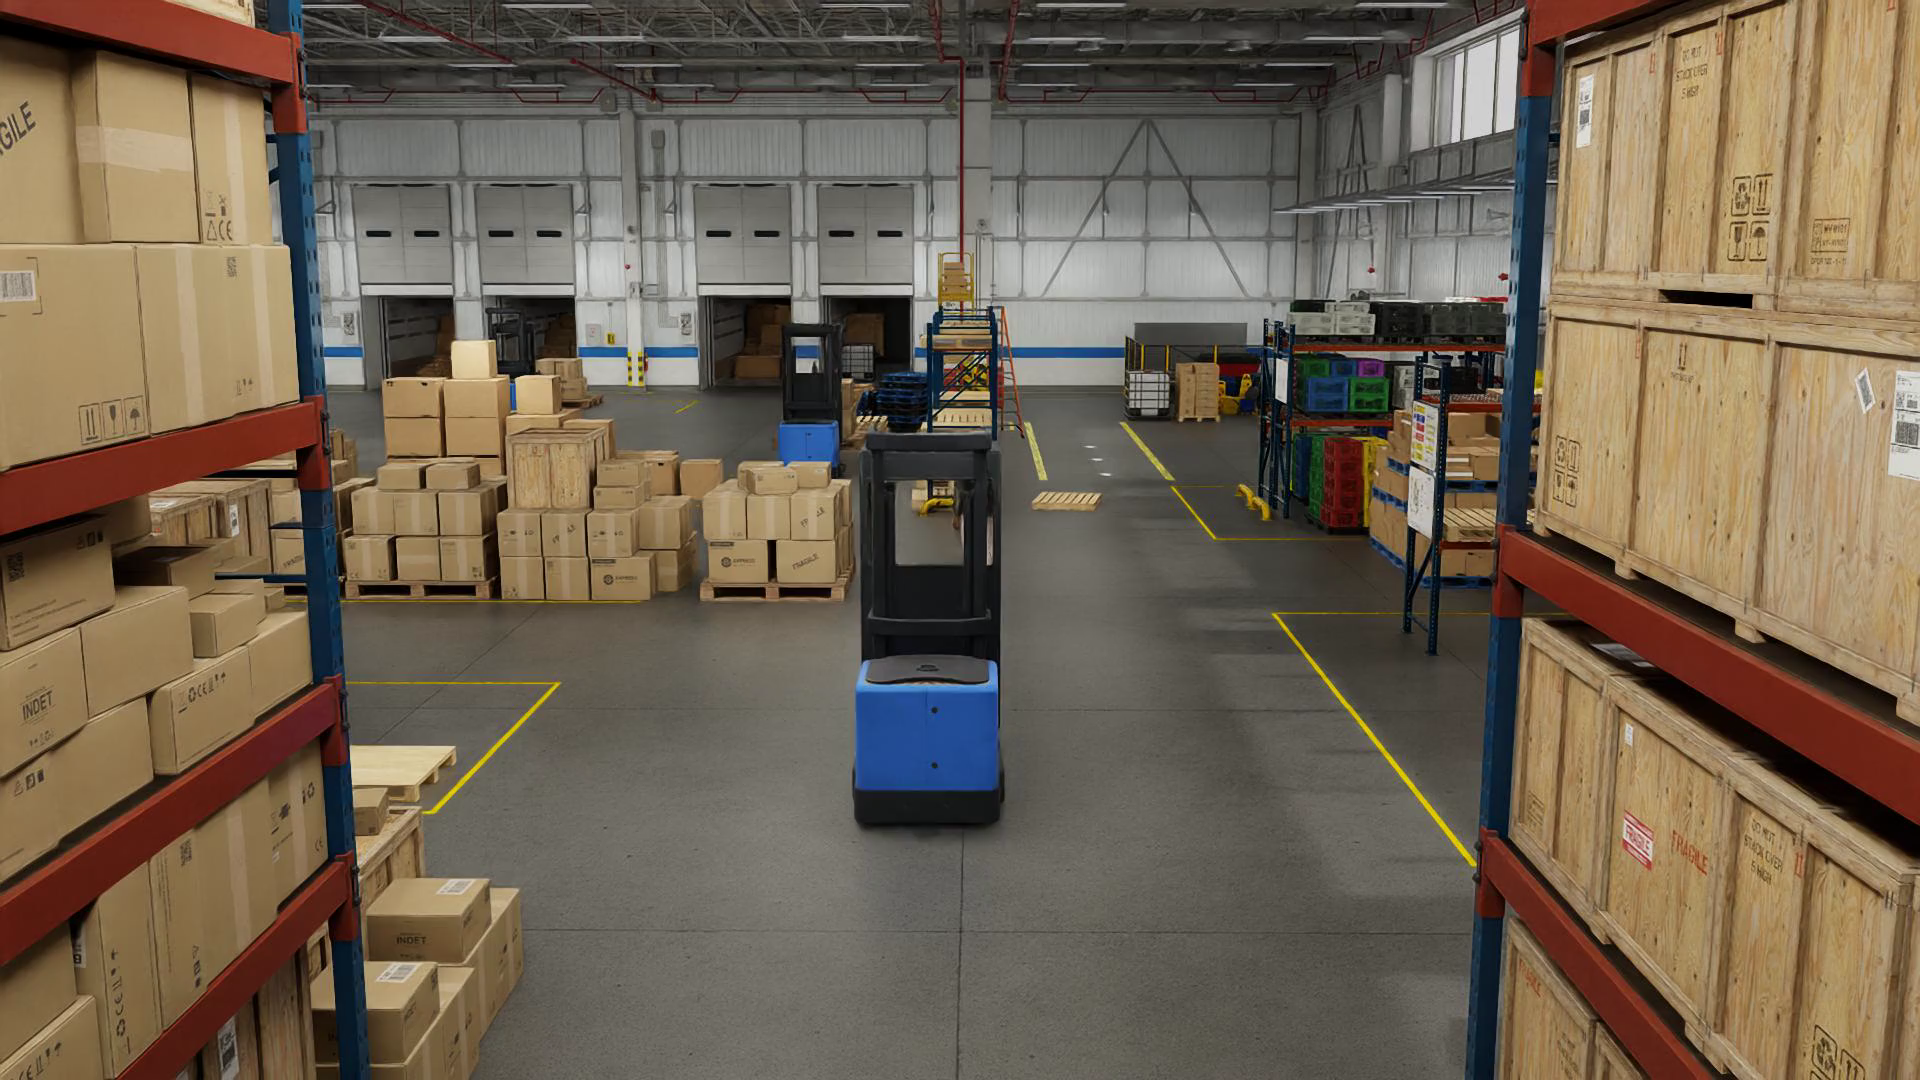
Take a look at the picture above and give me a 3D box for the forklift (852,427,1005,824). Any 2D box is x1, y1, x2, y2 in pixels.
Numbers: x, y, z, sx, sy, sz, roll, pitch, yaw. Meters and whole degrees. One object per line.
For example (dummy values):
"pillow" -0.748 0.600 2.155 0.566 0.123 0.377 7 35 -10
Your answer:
"forklift" -0.229 0.544 12.566 1.129 2.768 1.873 0 10 1

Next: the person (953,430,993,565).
"person" 0.185 -0.343 20.232 0.612 1.995 0.376 -5 11 -29

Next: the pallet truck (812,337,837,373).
"pallet truck" -3.021 -4.312 43.126 1.885 1.965 0.823 3 10 17

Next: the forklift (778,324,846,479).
"forklift" -2.724 -2.533 30.315 1.129 2.768 1.873 0 10 1

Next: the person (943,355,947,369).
"person" -0.379 -3.672 40.391 0.799 1.659 0.552 -3 10 -18

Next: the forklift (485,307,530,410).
"forklift" -10.754 -4.150 39.646 1.129 2.768 1.873 0 10 1
